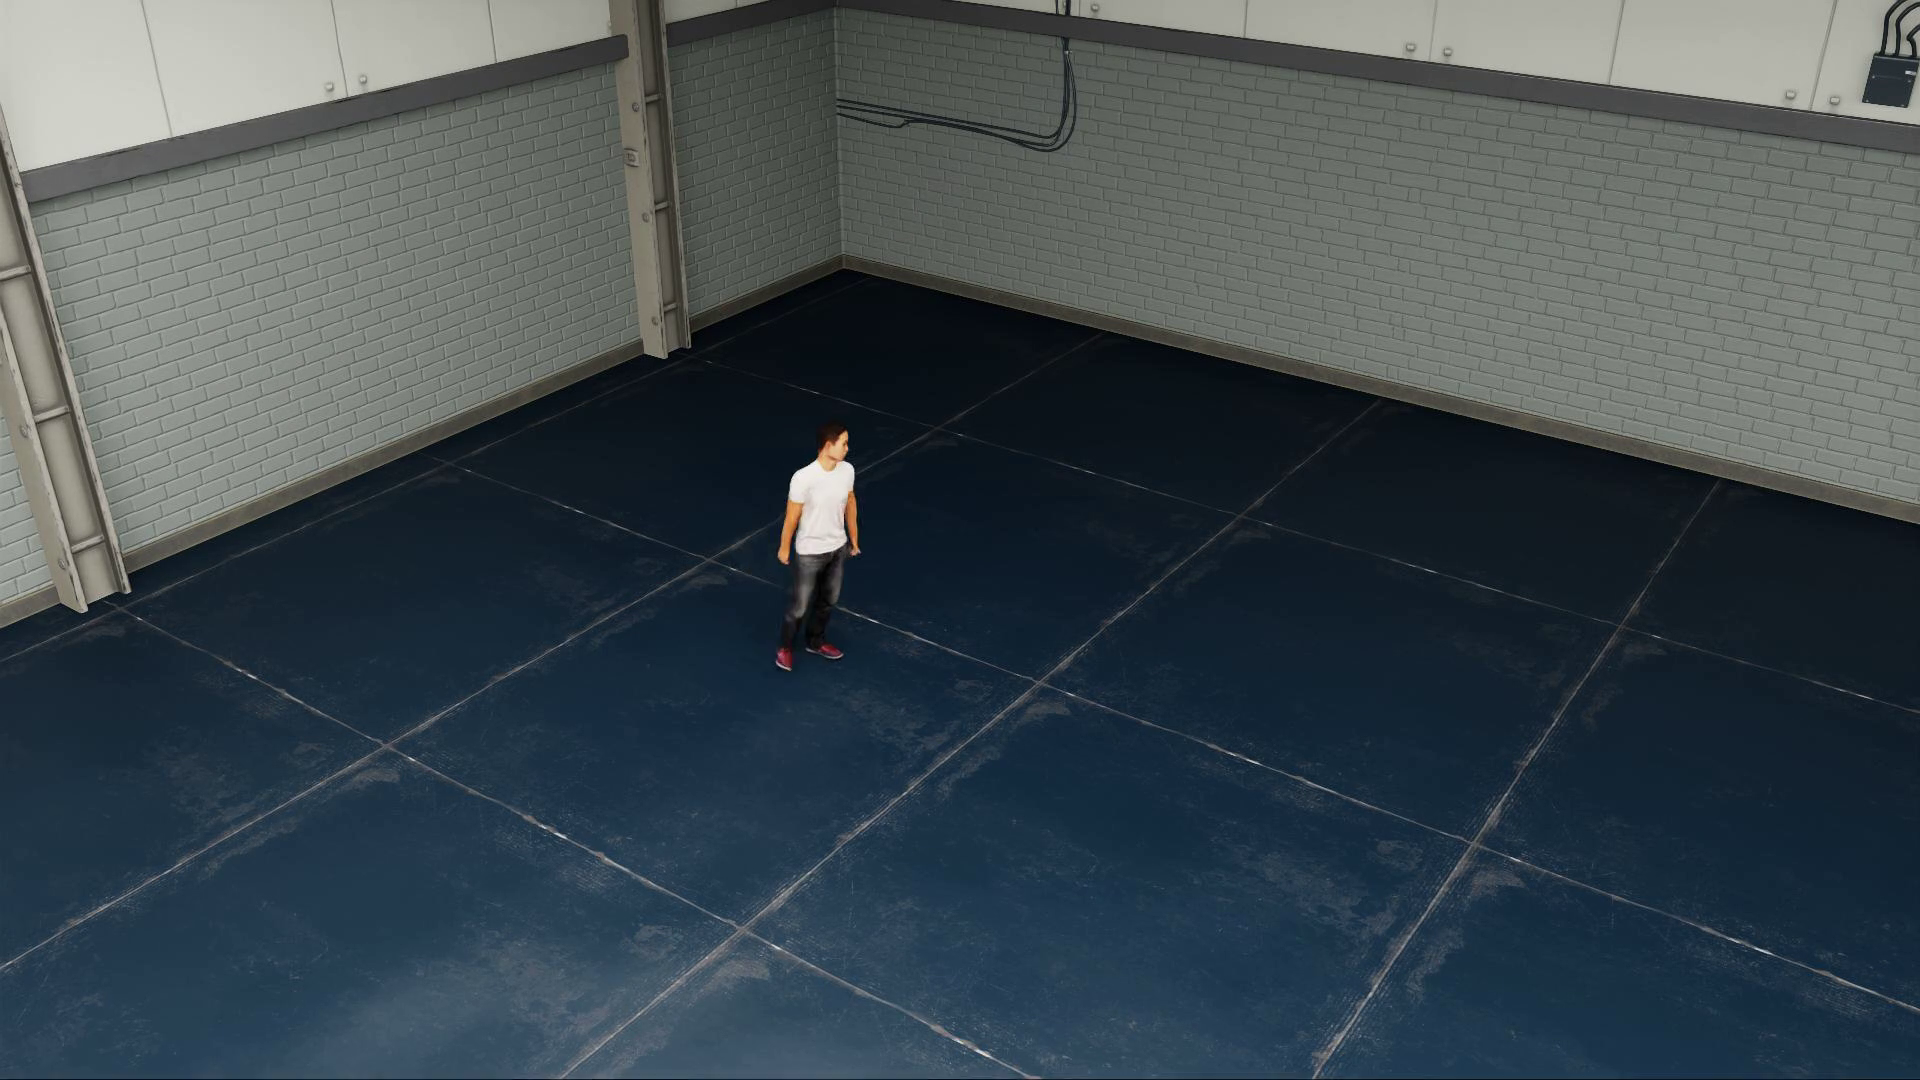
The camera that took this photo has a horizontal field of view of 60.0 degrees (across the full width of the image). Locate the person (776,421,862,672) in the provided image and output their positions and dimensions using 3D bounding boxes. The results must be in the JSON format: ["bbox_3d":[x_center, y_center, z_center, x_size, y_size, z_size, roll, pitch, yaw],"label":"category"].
[{"bbox_3d":[-0.991,0.041,11.050,0.681,1.762,0.902,-13,31,-23],"label":"person"}]
